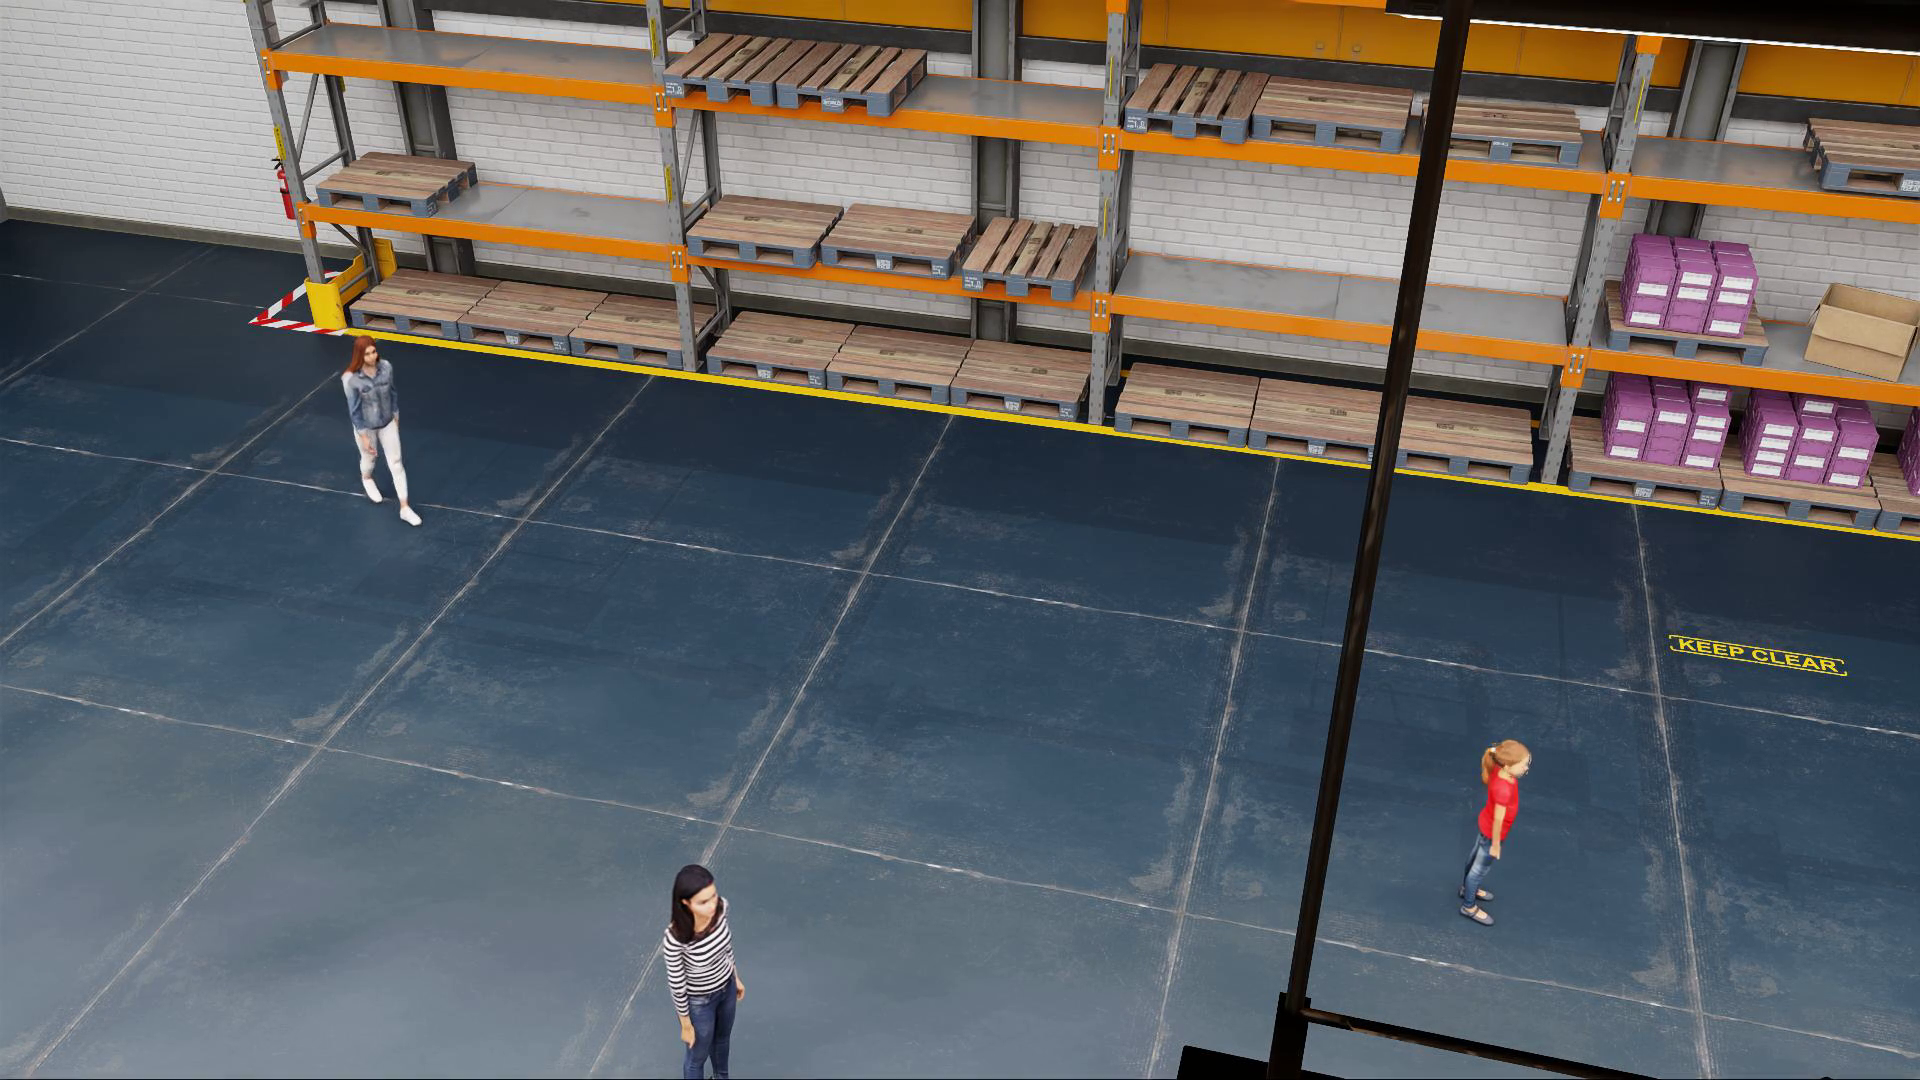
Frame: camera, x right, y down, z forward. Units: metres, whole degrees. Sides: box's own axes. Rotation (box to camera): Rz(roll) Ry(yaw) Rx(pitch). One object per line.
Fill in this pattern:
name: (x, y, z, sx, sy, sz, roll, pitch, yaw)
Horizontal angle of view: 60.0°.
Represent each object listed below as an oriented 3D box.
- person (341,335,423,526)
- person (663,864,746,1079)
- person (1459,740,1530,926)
person: (-4.817, -0.941, 13.585, 0.988, 1.664, 1.143, -25, 41, -32)
person: (-1.298, 2.348, 8.517, 0.592, 1.796, 0.644, 20, 39, 28)
person: (3.171, 1.708, 9.919, 0.490, 1.310, 0.485, 11, 35, 16)
